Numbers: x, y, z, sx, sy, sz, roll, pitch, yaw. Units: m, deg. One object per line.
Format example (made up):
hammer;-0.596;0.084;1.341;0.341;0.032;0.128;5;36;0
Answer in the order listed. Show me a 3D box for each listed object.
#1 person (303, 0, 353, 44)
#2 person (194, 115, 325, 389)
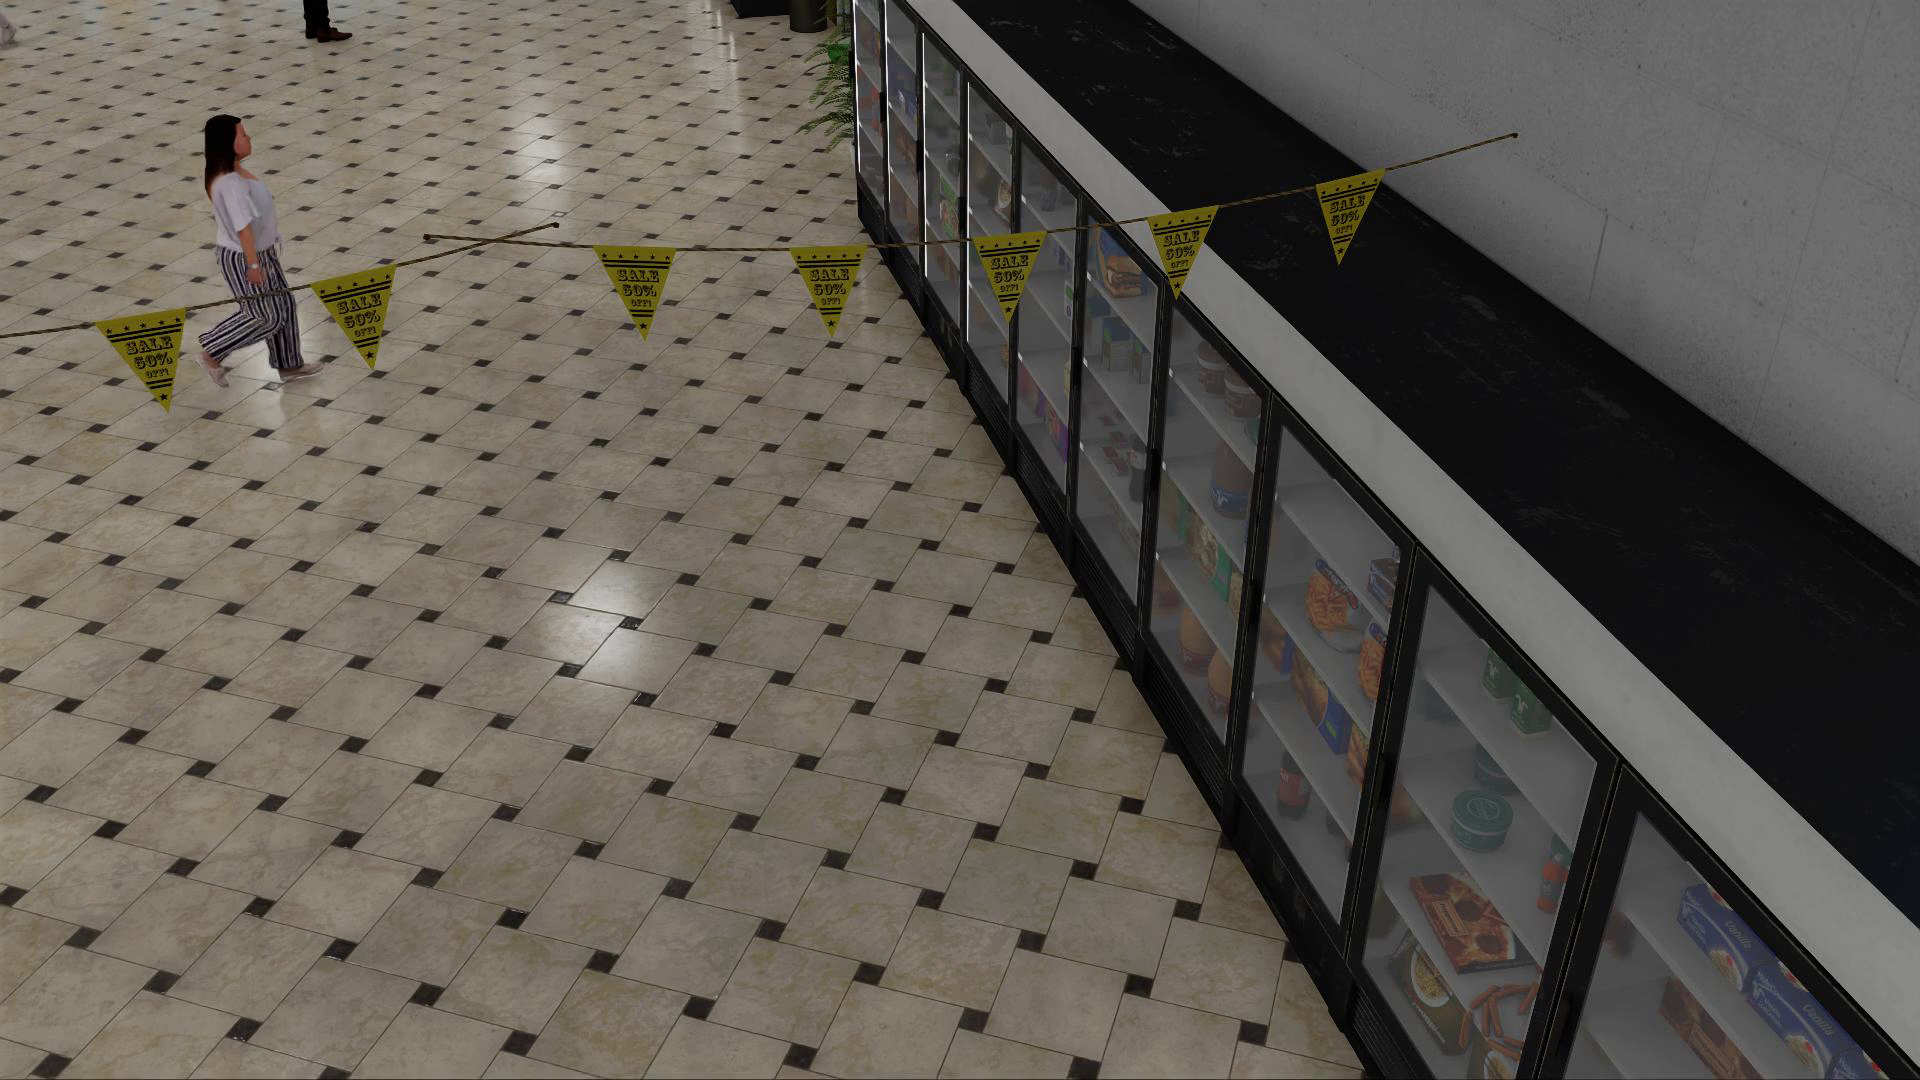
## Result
person;-6.420;-5.882;16.300;0.758;1.904;0.784;-21;38;-30
person;-4.237;-1.645;9.723;0.982;1.659;0.775;-14;35;-21
